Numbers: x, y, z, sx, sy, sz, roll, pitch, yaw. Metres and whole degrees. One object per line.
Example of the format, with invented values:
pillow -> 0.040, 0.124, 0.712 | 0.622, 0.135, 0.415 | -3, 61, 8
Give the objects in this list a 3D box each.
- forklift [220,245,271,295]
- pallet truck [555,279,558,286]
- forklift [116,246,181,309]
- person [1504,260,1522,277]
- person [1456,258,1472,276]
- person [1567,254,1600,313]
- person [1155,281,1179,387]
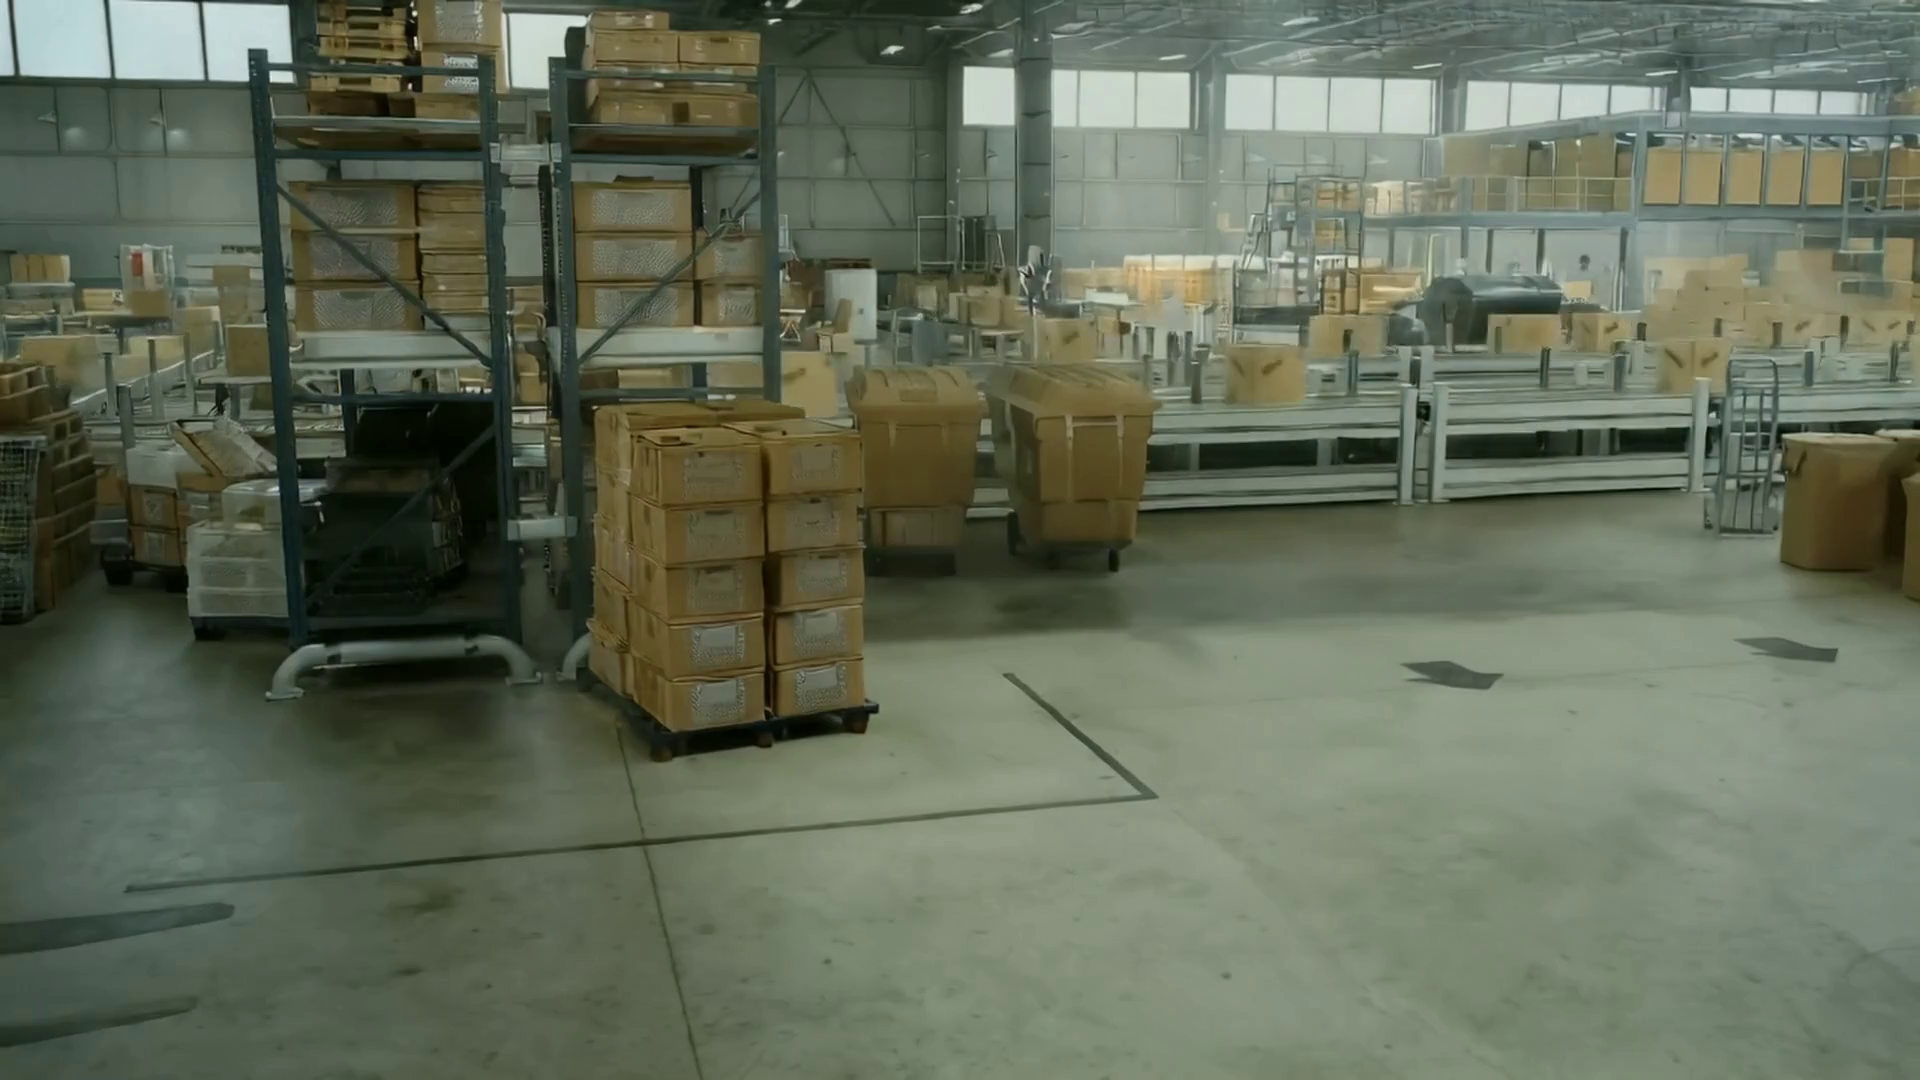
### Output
forklift -> -17.749, -6.334, 41.440 | 1.157, 1.987, 2.680 | -3, 10, -17
pallet truck -> -10.604, -6.375, 44.520 | 0.653, 1.274, 1.630 | -3, 10, -15
forklift -> -19.966, -6.232, 40.894 | 1.157, 1.987, 2.680 | -3, 10, -15
person -> 11.738, -5.009, 35.280 | 0.596, 1.831, 0.403 | 6, 11, 29
person -> 10.954, -5.213, 36.359 | 0.969, 1.864, 0.600 | 4, 11, 20
person -> 13.443, -5.157, 35.766 | 0.617, 1.963, 0.871 | 0, 10, 0
person -> 3.017, -2.979, 24.393 | 0.508, 1.613, 0.518 | 1, 10, 6
